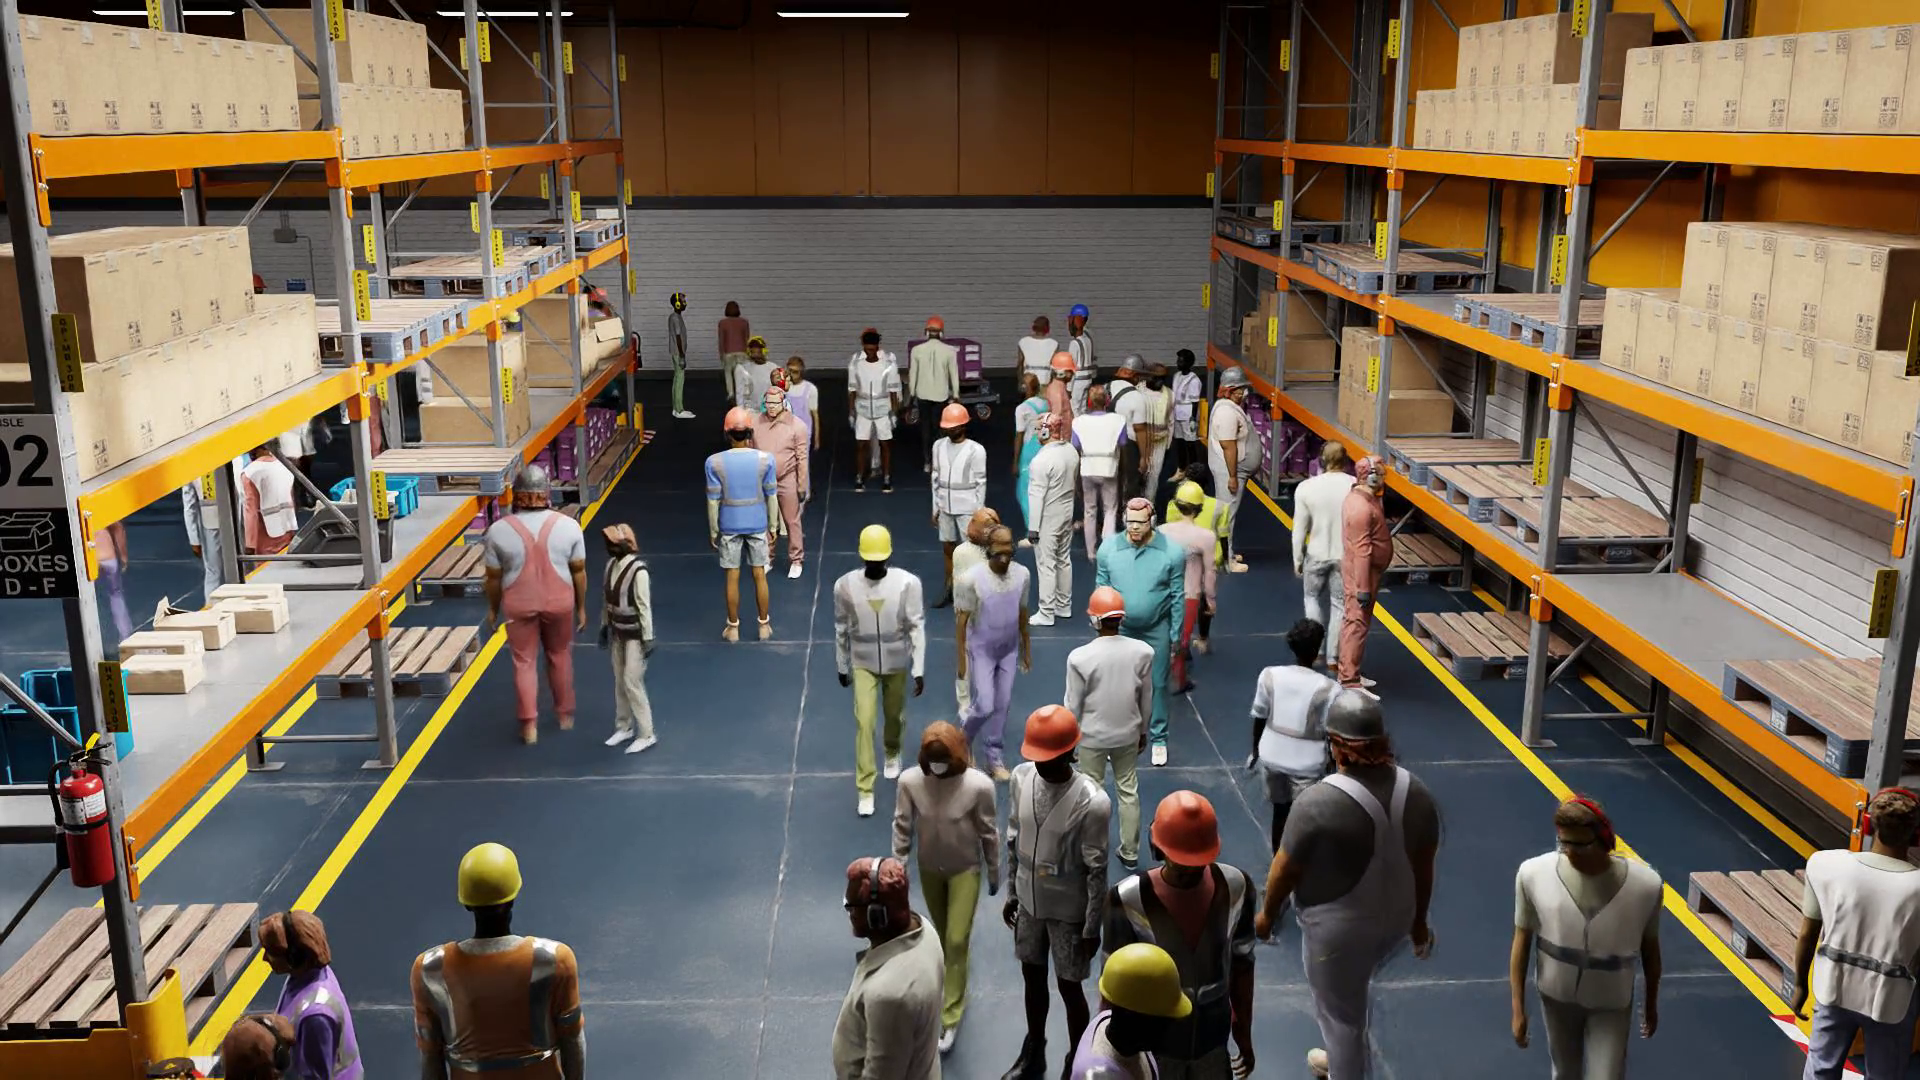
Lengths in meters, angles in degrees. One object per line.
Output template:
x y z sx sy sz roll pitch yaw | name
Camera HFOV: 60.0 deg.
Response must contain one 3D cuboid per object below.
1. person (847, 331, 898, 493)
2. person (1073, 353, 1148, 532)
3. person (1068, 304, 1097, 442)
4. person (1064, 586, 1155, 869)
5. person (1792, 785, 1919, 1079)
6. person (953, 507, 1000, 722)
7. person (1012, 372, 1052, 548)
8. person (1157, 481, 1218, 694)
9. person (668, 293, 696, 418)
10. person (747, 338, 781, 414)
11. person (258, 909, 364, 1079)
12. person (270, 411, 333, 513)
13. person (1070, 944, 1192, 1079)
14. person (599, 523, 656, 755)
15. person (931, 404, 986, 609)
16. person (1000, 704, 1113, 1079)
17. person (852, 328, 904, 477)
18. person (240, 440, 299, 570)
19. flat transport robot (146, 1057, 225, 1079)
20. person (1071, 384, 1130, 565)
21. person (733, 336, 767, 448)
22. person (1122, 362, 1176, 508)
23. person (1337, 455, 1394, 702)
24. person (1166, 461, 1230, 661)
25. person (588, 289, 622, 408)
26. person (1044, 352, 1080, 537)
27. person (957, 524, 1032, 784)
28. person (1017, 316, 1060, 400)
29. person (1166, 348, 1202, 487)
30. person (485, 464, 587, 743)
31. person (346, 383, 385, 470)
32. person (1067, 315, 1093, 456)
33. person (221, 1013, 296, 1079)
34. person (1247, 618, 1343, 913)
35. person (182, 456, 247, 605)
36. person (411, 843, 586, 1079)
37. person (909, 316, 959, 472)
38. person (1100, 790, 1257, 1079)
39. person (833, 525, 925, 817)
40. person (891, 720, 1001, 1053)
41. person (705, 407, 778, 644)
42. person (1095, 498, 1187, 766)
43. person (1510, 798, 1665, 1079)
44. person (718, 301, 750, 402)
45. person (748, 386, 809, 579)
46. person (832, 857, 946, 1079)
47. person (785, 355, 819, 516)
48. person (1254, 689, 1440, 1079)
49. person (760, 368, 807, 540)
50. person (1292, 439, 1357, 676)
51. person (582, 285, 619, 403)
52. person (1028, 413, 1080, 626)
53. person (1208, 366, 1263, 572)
-1.041 -1.529 19.897 0.611 1.957 0.383 1 14 4 | person
1.667 -1.001 17.650 0.646 2.000 0.906 -12 18 -38 | person
1.684 -2.277 22.864 0.409 1.942 0.610 3 15 13 | person
0.868 1.126 9.892 0.570 1.744 0.355 -5 15 -19 | person
3.660 1.885 6.730 0.562 1.837 0.388 12 18 38 | person
0.168 0.547 12.383 0.498 1.633 0.279 -10 17 -33 | person
0.758 -0.841 17.449 0.566 1.824 0.419 -13 20 -42 | person
1.627 0.428 12.652 0.532 1.734 0.825 13 19 42 | person
-4.188 -2.765 24.913 0.328 1.872 0.509 -5 15 -18 | person
-2.380 -1.544 20.188 0.556 1.842 0.456 6 15 21 | person
-2.375 2.127 6.191 0.313 1.631 0.523 -7 16 -25 | person
-7.488 -1.252 18.826 0.475 1.938 0.650 12 19 40 | person
0.527 2.185 5.399 0.400 1.915 0.591 3 15 10 | person
-2.360 0.686 11.841 0.357 1.634 0.532 -11 18 -37 | person
-0.032 -0.282 15.077 0.552 1.926 0.424 8 17 30 | person
0.412 1.645 7.503 0.549 1.926 0.388 12 19 40 | person
-1.040 -1.778 21.104 0.596 1.825 1.005 3 15 13 | person
-5.856 -0.048 14.179 0.399 1.906 0.603 4 15 14 | person
-3.363 2.629 6.927 0.652 0.197 1.431 1 14 2 | flat transport robot
1.395 -0.623 16.567 0.608 1.833 0.509 2 14 7 | person
-2.479 -1.588 20.366 0.588 1.835 0.404 -14 20 -43 | person
2.060 -1.088 18.451 0.657 1.814 0.645 -2 14 -8 | person
3.133 0.285 12.867 0.408 1.906 0.653 3 15 10 | person
1.955 0.192 13.703 0.555 1.672 0.653 0 14 2 | person
-5.486 -2.883 25.340 0.573 1.887 0.948 11 18 37 | person
1.075 -1.025 17.837 0.402 1.990 0.622 0 14 1 | person
0.222 0.751 11.198 0.554 1.820 0.466 -9 17 -30 | person
1.056 -2.134 22.572 0.572 1.815 0.912 1 14 3 | person
2.747 -1.492 20.277 0.319 1.694 0.535 -6 16 -23 | person
-3.057 0.426 12.045 0.691 2.000 0.536 -4 15 -16 | person
-7.556 -1.866 21.165 0.617 1.984 0.410 4 15 17 | person
1.561 -2.056 22.126 0.373 1.879 0.586 7 16 26 | person
-2.123 2.303 5.552 0.750 1.597 0.549 -11 18 -37 | person
1.856 1.273 9.452 0.595 1.678 0.587 11 18 36 | person
-6.393 -0.091 14.348 0.399 1.906 0.603 9 17 31 | person
-1.651 2.009 6.054 0.587 1.930 0.361 -2 14 -9 | person
-0.327 -1.855 21.133 0.645 1.967 0.454 1 14 5 | person
0.836 1.893 6.317 0.612 2.031 0.403 -4 15 -14 | person
-0.530 0.786 10.977 0.587 1.880 0.927 -1 14 -4 | person
-0.097 1.658 8.076 0.516 1.604 0.714 5 15 20 | person
-1.855 -0.122 14.189 0.608 2.047 0.366 -3 15 -13 | person
1.235 0.631 11.536 0.644 1.900 0.399 4 15 14 | person
2.527 1.905 6.751 0.595 1.782 0.989 6 15 21 | person
-3.533 -2.938 26.097 0.497 1.616 0.379 -3 15 -11 | person
-1.784 -0.557 16.202 0.643 1.901 0.397 5 15 18 | person
-0.262 2.037 6.022 0.399 1.897 0.652 2 14 7 | person
-1.837 -1.226 18.992 0.499 1.817 0.807 4 15 15 | person
1.673 1.613 7.387 0.708 2.000 0.791 -8 16 -27 | person
-1.923 -0.916 17.704 0.390 1.846 0.564 -10 17 -34 | person
3.017 0.132 13.446 0.691 1.922 0.534 2 14 9 | person
-5.641 -3.049 26.005 0.470 1.891 0.661 6 15 21 | person
0.791 -0.187 14.741 0.399 1.900 0.644 9 17 33 | person
2.733 -0.716 16.529 0.537 2.000 0.682 1 14 3 | person
